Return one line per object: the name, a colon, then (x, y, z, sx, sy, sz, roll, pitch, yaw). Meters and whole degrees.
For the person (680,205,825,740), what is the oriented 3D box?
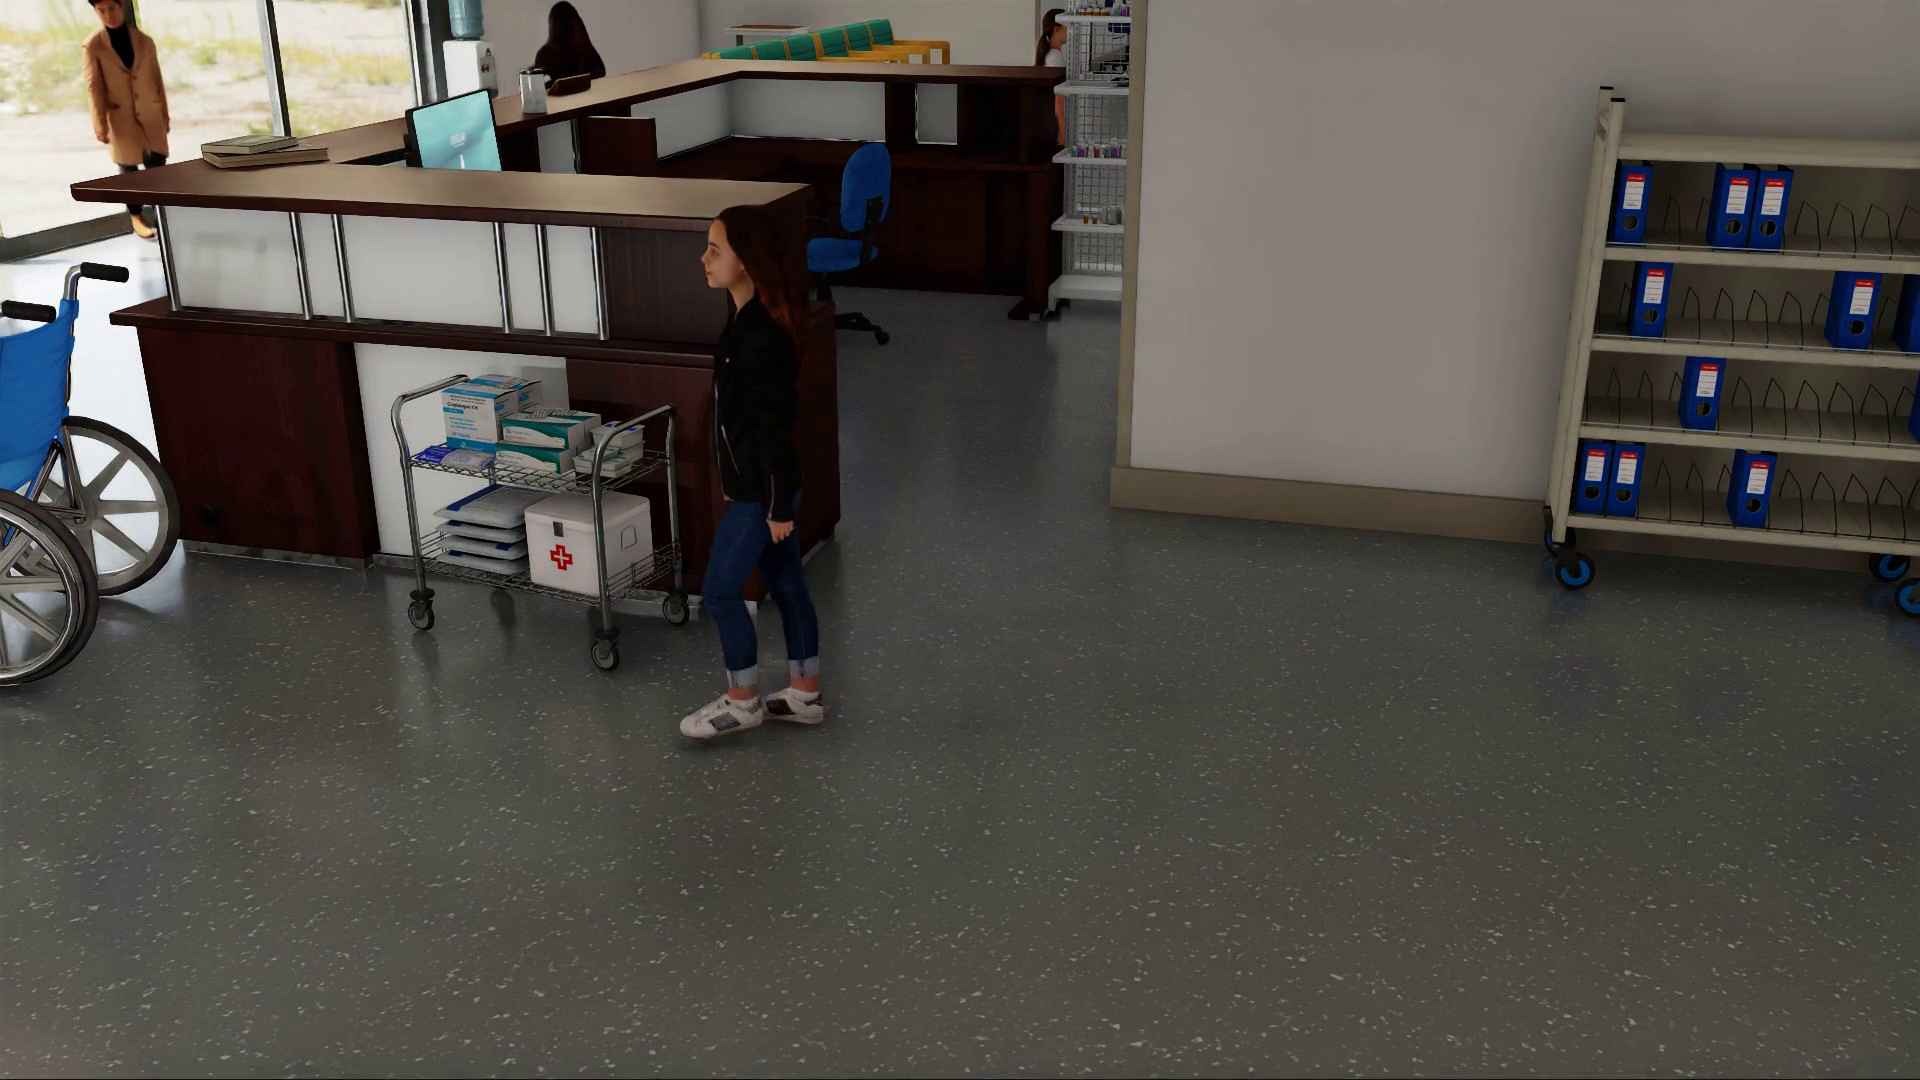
person: (-0.470, -0.164, 4.512, 0.742, 1.471, 0.695, -3, 21, -7)

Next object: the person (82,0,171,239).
person: (-5.649, -2.882, 11.329, 1.069, 1.685, 1.171, -17, 26, -37)

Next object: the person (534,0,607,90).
person: (-2.547, -2.691, 10.974, 0.723, 1.622, 0.801, -3, 21, -8)

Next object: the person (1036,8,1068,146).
person: (0.643, -2.936, 11.704, 0.633, 1.561, 0.604, -3, 21, -9)
